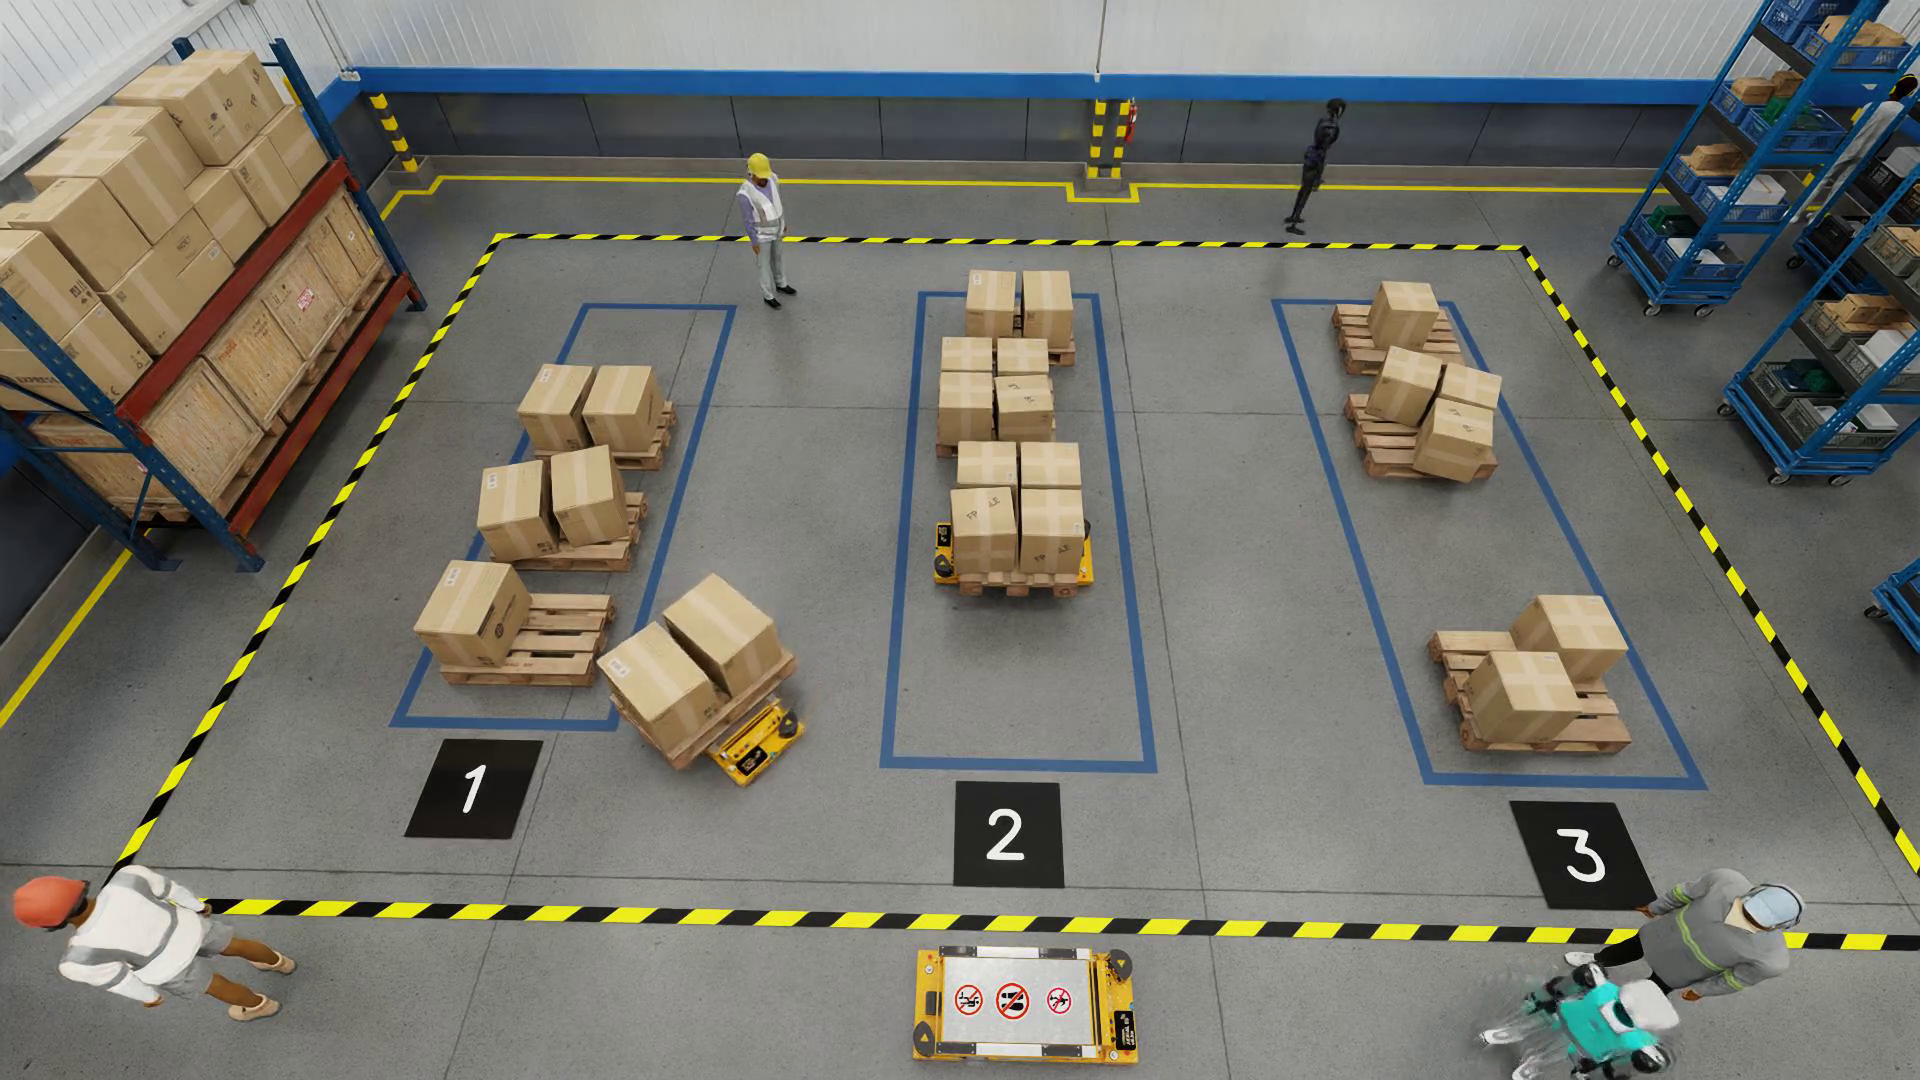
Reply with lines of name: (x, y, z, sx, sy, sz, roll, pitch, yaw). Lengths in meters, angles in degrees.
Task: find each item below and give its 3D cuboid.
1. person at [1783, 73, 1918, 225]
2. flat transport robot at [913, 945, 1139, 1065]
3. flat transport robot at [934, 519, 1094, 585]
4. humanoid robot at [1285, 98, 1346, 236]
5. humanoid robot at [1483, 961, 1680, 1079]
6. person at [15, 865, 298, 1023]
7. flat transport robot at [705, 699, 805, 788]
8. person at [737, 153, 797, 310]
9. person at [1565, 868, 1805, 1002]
person: (11.074, -4.806, 11.378, 0.513, 1.864, 0.321, 12, 52, 10)
flat transport robot: (0.422, 3.041, 6.007, 1.431, 0.231, 0.659, 1, 51, 1)
flat transport robot: (0.490, 0.087, 8.397, 1.431, 0.197, 0.652, 1, 51, 1)
humanoid robot: (4.408, -4.636, 11.346, 0.315, 1.657, 0.599, 13, 52, 10)
humanoid robot: (3.625, 2.749, 5.211, 0.735, 1.677, 0.533, -15, 52, -12)
person: (-4.663, 2.398, 5.386, 0.368, 2.047, 0.604, 1, 51, 1)
flat transport robot: (-1.984, 1.293, 7.414, 1.431, 0.197, 0.652, 35, 59, 25)
person: (-2.157, -3.486, 10.325, 0.404, 1.821, 0.590, 26, 55, 20)
person: (4.323, 2.432, 5.482, 0.370, 1.852, 0.588, -4, 51, -3)
